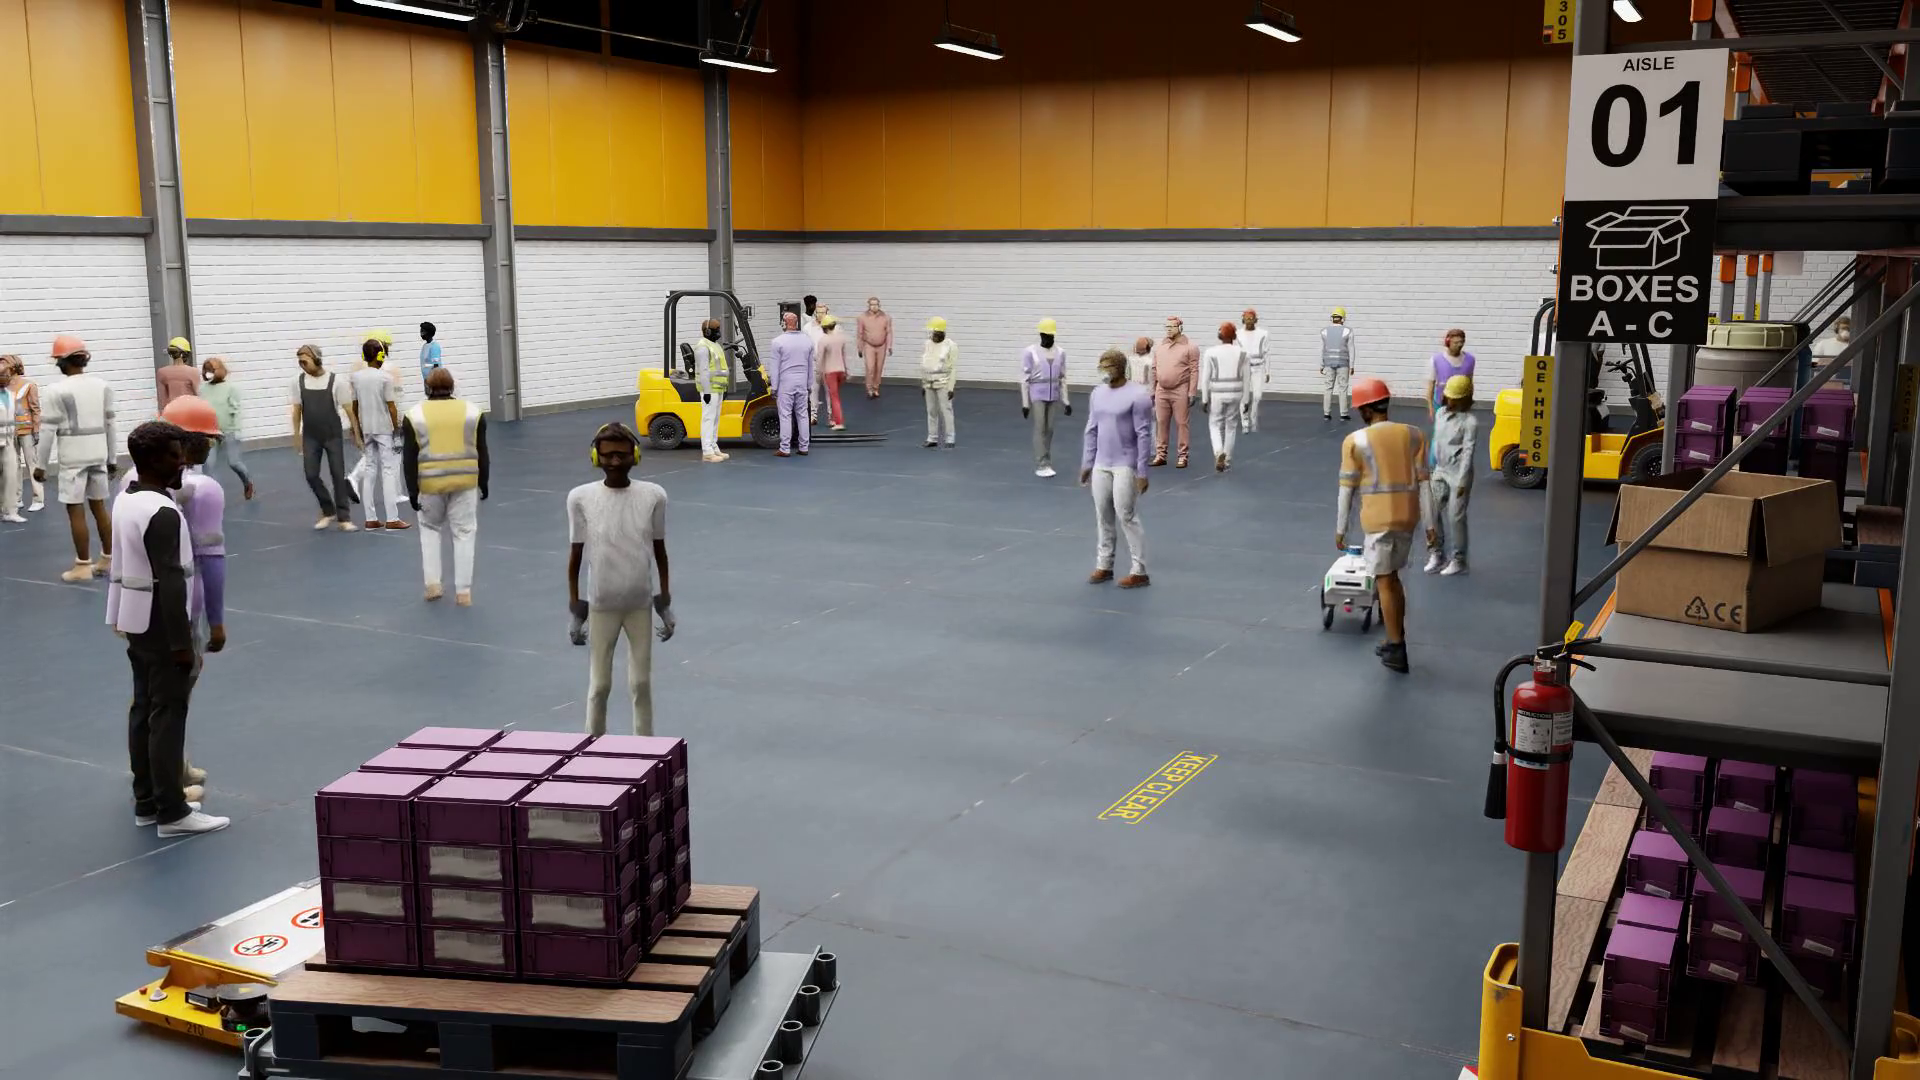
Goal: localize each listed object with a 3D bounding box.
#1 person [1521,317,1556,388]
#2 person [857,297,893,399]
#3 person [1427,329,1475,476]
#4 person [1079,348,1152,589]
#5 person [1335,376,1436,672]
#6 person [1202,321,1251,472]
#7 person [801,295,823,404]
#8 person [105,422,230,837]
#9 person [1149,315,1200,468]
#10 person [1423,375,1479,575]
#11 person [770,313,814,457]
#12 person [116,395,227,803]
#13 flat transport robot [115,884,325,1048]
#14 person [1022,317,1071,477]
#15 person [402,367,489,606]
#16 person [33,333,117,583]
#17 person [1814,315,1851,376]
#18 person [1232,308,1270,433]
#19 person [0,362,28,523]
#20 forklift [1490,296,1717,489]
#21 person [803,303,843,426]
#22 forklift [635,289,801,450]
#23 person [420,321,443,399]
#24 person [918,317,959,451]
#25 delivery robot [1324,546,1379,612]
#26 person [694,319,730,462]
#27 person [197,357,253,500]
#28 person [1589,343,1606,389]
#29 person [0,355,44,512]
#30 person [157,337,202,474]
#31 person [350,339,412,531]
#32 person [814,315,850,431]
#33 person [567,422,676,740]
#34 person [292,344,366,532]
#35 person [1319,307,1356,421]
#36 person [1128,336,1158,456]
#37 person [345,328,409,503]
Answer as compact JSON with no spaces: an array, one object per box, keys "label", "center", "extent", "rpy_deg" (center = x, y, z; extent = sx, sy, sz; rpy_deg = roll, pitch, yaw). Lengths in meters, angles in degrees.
[{"label":"person","center":[8.260,-2.267,23.355],"extent":[0.613,1.870,0.847],"rpy_deg":[7,12,34]},{"label":"person","center":[-1.544,-3.537,30.709],"extent":[0.641,1.870,0.857],"rpy_deg":[-3,10,-15]},{"label":"person","center":[5.691,-1.529,19.231],"extent":[0.646,1.814,0.602],"rpy_deg":[-2,10,-10]},{"label":"person","center":[1.272,-0.573,13.445],"extent":[0.408,1.922,0.684],"rpy_deg":[-8,13,-38]},{"label":"person","center":[2.756,-0.108,10.801],"extent":[0.569,1.882,0.632],"rpy_deg":[-2,10,-12]},{"label":"person","center":[3.237,-1.722,20.205],"extent":[0.587,1.865,0.633],"rpy_deg":[0,10,2]},{"label":"person","center":[-2.669,-3.357,29.435],"extent":[0.396,1.952,0.610],"rpy_deg":[5,11,26]},{"label":"person","center":[-3.716,0.413,7.696],"extent":[0.389,1.918,0.590],"rpy_deg":[-9,13,-42]},{"label":"person","center":[2.661,-1.855,20.859],"extent":[0.651,1.907,0.409],"rpy_deg":[6,12,32]},{"label":"person","center":[4.082,-0.525,13.732],"extent":[0.518,1.692,0.520],"rpy_deg":[-5,11,-29]},{"label":"person","center":[-2.238,-2.048,22.007],"extent":[0.644,1.903,0.401],"rpy_deg":[-8,12,-38]},{"label":"person","center":[-3.803,0.309,8.072],"extent":[0.640,2.000,0.612],"rpy_deg":[5,11,26]},{"label":"flat transport robot","center":[-2.342,1.481,6.274],"extent":[0.652,0.197,1.431],"rpy_deg":[5,11,25]},{"label":"person","center":[1.044,-1.726,20.092],"extent":[0.600,1.926,0.412],"rpy_deg":[-6,11,-31]},{"label":"person","center":[-3.937,-0.414,12.778],"extent":[0.647,1.823,0.607],"rpy_deg":[-4,11,-21]},{"label":"person","center":[-7.199,-0.662,13.581],"extent":[0.423,2.039,0.620],"rpy_deg":[4,11,24]},{"label":"person","center":[10.852,-1.811,20.549],"extent":[0.638,1.939,0.398],"rpy_deg":[4,11,23]},{"label":"person","center":[4.310,-2.505,24.735],"extent":[0.607,1.862,0.470],"rpy_deg":[1,10,5]},{"label":"person","center":[-9.630,-0.962,16.507],"extent":[0.551,1.613,0.544],"rpy_deg":[2,10,9]},{"label":"forklift","center":[7.296,-1.677,18.993],"extent":[2.313,2.155,1.214],"rpy_deg":[5,11,27]},{"label":"person","center":[-2.145,-2.721,25.877],"extent":[0.653,1.904,0.405],"rpy_deg":[0,10,2]},{"label":"forklift","center":[-3.358,-2.392,23.136],"extent":[2.313,2.155,1.214],"rpy_deg":[-1,10,-5]},{"label":"person","center":[-7.726,-2.350,24.354],"extent":[0.321,1.690,0.536],"rpy_deg":[-7,12,-35]},{"label":"person","center":[-0.297,-2.114,22.655],"extent":[0.632,1.808,0.404],"rpy_deg":[8,12,38]},{"label":"delivery robot","center":[2.865,0.286,12.101],"extent":[0.477,0.478,0.707],"rpy_deg":[3,10,19]},{"label":"person","center":[-3.197,-1.937,21.519],"extent":[0.429,1.842,0.634],"rpy_deg":[1,10,7]},{"label":"person","center":[-7.768,-1.138,17.559],"extent":[0.510,1.610,0.640],"rpy_deg":[1,10,5]},{"label":"person","center":[8.519,-2.297,23.029],"extent":[0.674,2.000,0.536],"rpy_deg":[-1,10,-5]},{"label":"person","center":[-9.804,-1.109,17.312],"extent":[0.523,1.639,0.309],"rpy_deg":[1,10,8]},{"label":"person","center":[-8.600,-1.366,18.447],"extent":[0.522,1.764,0.318],"rpy_deg":[1,10,5]},{"label":"person","center":[-5.630,-1.014,16.118],"extent":[0.509,1.865,0.329],"rpy_deg":[3,10,16]},{"label":"person","center":[-1.983,-2.540,25.285],"extent":[0.544,1.738,0.704],"rpy_deg":[-9,14,-44]},{"label":"person","center":[-1.687,0.338,8.281],"extent":[0.532,1.865,0.311],"rpy_deg":[-3,10,-18]},{"label":"person","center":[-6.064,-0.977,16.029],"extent":[0.679,1.827,0.426],"rpy_deg":[-1,10,-6]},{"label":"person","center":[6.049,-2.815,26.660],"extent":[0.588,1.823,0.403],"rpy_deg":[5,11,29]},{"label":"person","center":[2.348,-1.859,21.769],"extent":[0.858,1.605,0.517],"rpy_deg":[-10,14,-44]},{"label":"person","center":[-6.216,-1.301,17.687],"extent":[0.624,1.898,0.691],"rpy_deg":[3,10,19]}]
